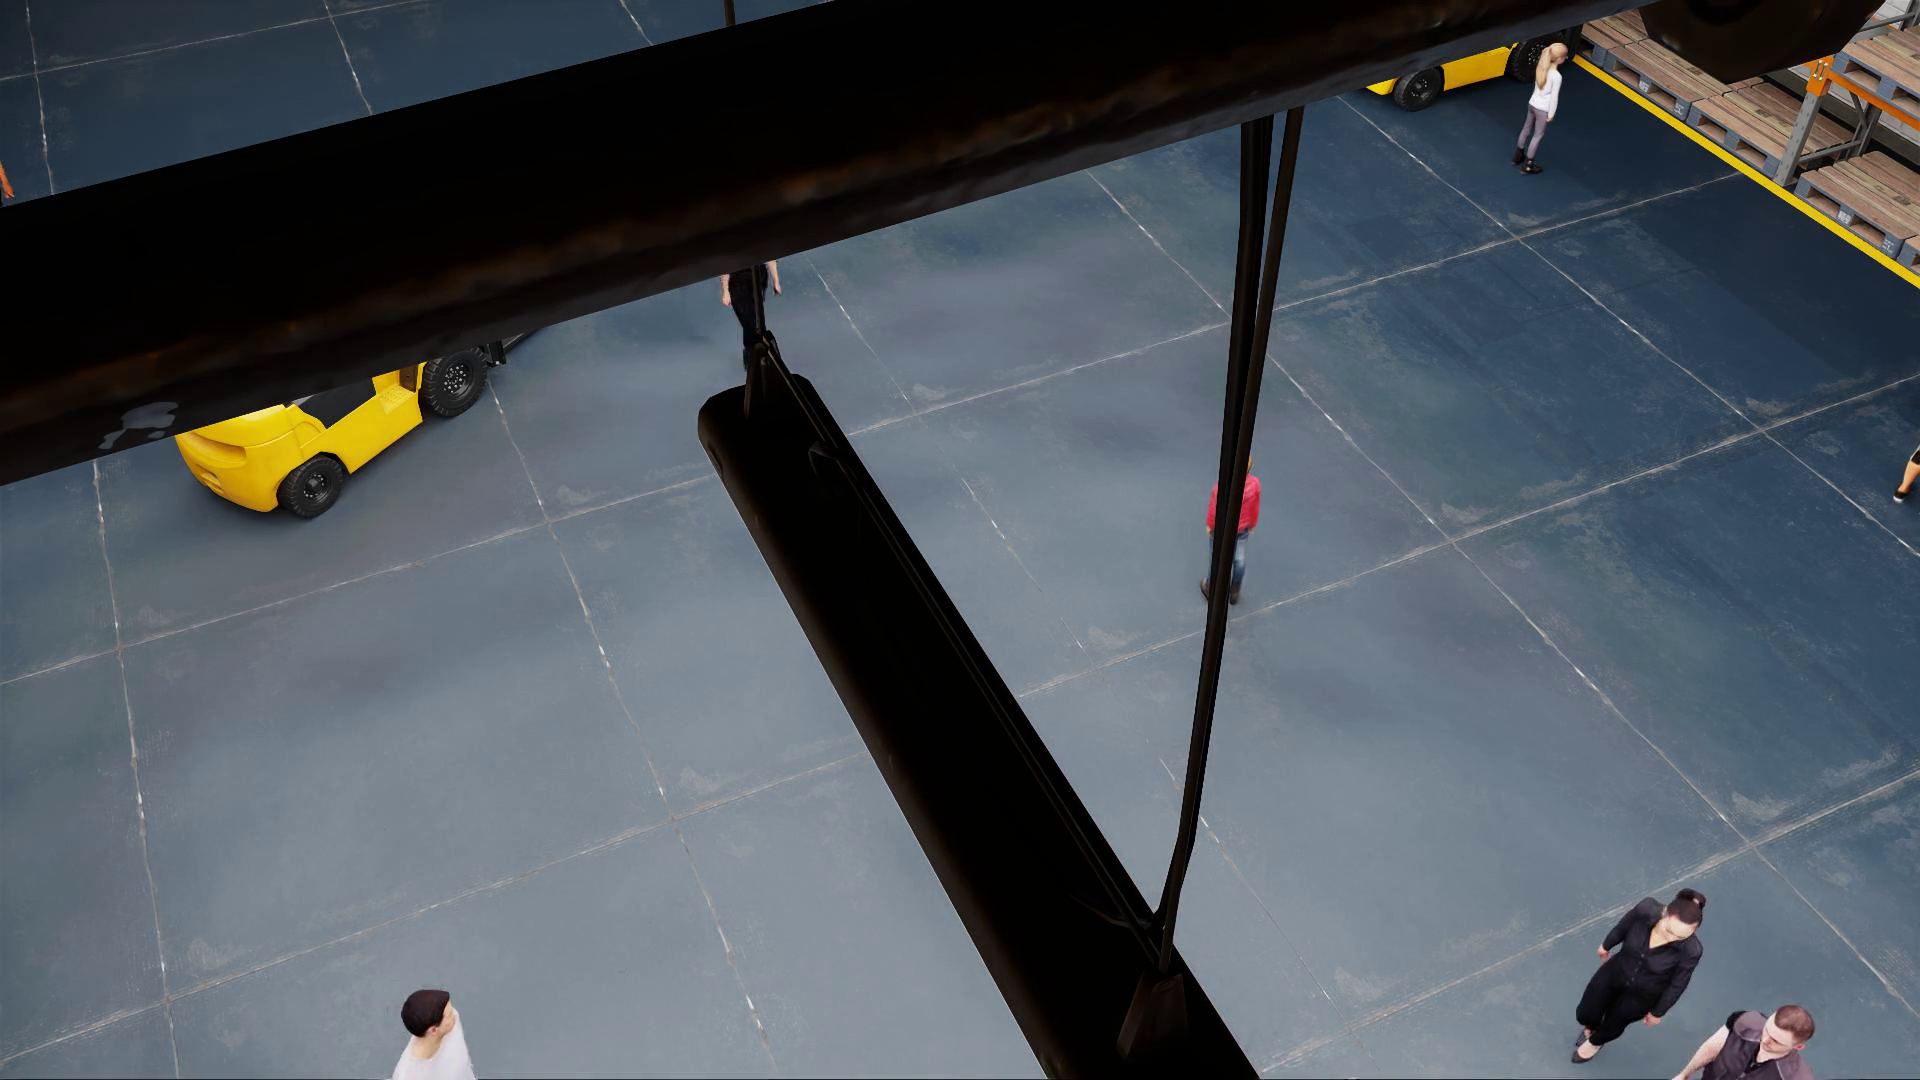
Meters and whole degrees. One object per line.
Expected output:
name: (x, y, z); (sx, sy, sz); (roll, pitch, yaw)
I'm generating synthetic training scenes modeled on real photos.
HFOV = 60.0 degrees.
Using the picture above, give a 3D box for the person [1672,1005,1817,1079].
person: (3.837, 2.722, 8.034); (0.842, 1.817, 0.974); (-10, 45, -10)

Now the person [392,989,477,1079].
person: (-2.526, 2.757, 7.983); (1.085, 1.836, 1.038); (14, 45, 14)

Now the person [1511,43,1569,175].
person: (5.417, -4.047, 15.530); (0.557, 1.277, 0.451); (-13, 45, -13)

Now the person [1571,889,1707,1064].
person: (3.530, 2.267, 8.602); (0.744, 1.692, 0.605); (-23, 48, -23)

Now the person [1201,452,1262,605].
person: (1.850, -0.088, 11.347); (0.562, 1.314, 0.572); (-4, 44, -4)
